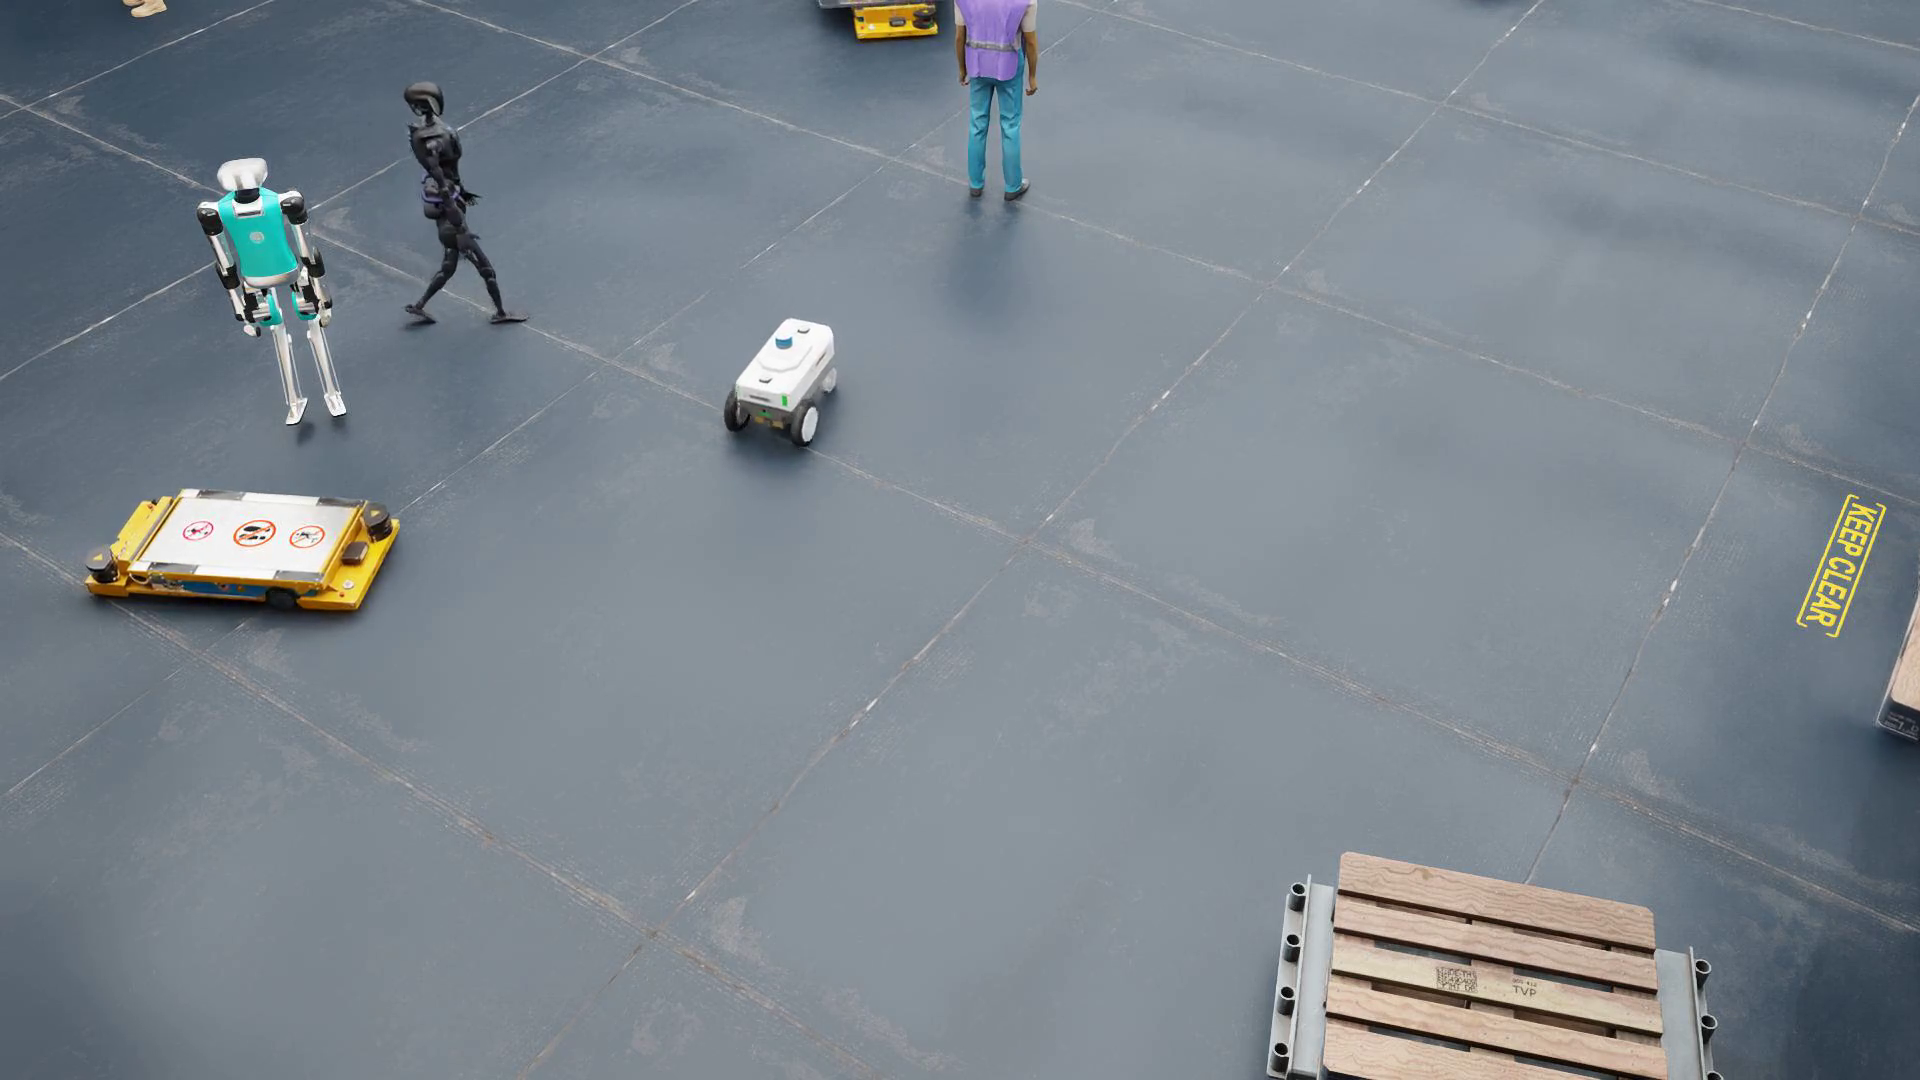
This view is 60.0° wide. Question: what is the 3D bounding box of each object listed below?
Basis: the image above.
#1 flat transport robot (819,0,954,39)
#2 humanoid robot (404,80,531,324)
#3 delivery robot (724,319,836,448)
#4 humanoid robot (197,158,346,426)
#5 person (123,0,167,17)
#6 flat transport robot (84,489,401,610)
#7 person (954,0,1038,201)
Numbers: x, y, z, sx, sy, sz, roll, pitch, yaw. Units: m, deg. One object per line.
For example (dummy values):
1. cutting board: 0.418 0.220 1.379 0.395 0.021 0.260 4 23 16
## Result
1. flat transport robot: -0.604 -4.586 13.911 0.659 0.231 1.431 -6 42 -6
2. humanoid robot: -3.108 -1.988 9.995 0.750 1.655 0.599 -9 43 -10
3. delivery robot: -1.008 -0.934 9.612 0.499 0.598 0.791 14 44 15
4. humanoid robot: -3.745 -1.434 9.182 0.533 1.677 0.735 -11 43 -12
5. person: -6.816 -5.106 13.384 0.321 1.748 0.477 -22 46 -23
6. flat transport robot: -3.754 0.047 8.727 1.431 0.231 0.659 4 42 4
7. person: 0.237 -3.124 11.091 0.565 1.846 0.390 10 43 11
